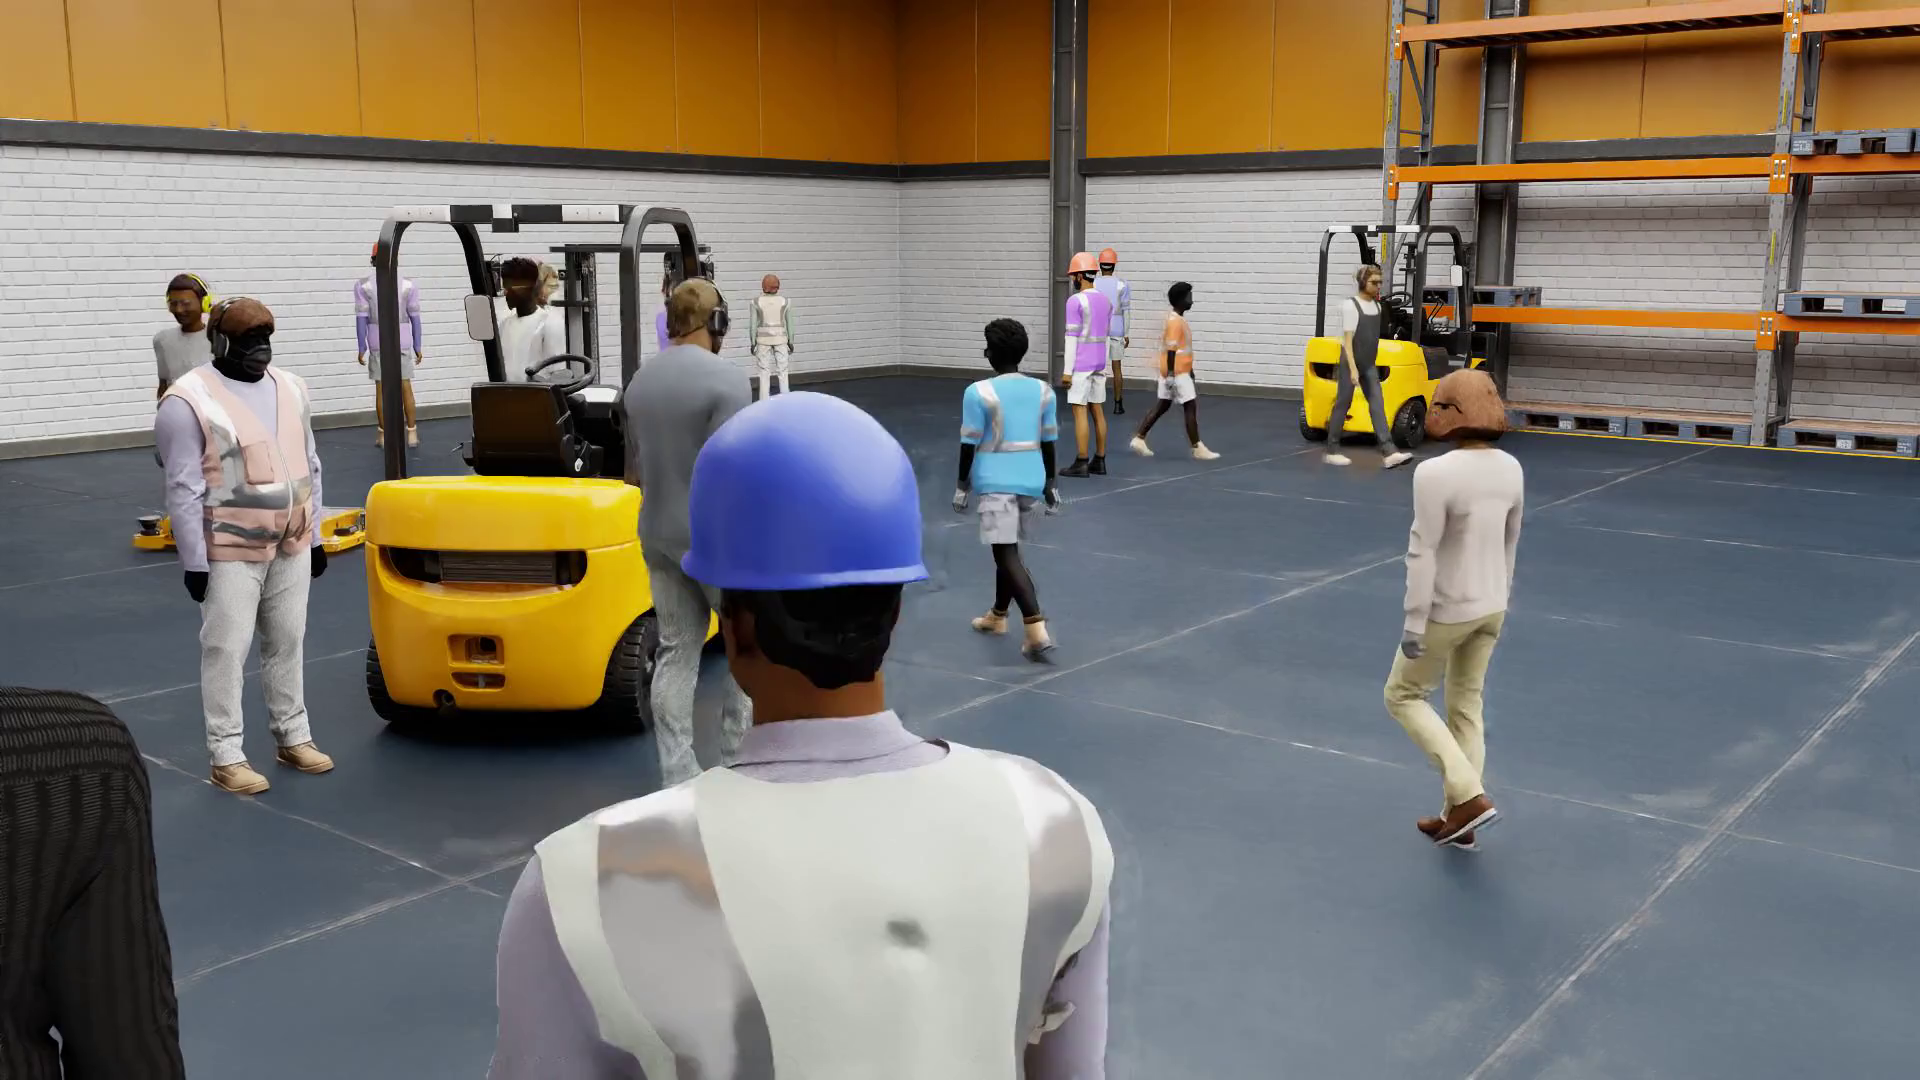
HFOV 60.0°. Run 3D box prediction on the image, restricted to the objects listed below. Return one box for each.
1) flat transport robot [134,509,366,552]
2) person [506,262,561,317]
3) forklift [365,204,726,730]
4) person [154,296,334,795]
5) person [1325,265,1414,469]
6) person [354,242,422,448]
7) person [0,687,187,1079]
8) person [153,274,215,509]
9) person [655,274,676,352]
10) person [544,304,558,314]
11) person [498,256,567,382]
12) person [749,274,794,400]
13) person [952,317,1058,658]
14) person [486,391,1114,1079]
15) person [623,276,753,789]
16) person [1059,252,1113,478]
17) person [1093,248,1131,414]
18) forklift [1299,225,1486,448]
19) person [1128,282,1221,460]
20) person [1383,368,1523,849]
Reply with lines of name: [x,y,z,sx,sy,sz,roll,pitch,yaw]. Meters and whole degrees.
flat transport robot: [-4.641,-0.082,11.060,1.431,0.197,0.652,2,10,9]
person: [-2.882,-0.884,11.009,0.898,1.907,0.629,1,10,7]
forklift: [-1.766,-0.406,7.525,1.214,2.155,2.313,1,10,7]
person: [-2.625,0.021,6.179,0.432,1.836,0.619,5,12,28]
person: [3.617,-1.523,14.786,0.542,1.796,0.939,-7,12,-34]
person: [-5.612,-1.923,16.348,0.615,2.040,0.391,-5,11,-25]
person: [-1.020,0.774,1.535,0.610,1.995,0.375,-9,14,-42]
person: [-4.325,-0.587,9.480,0.565,1.849,0.419,0,10,3]
person: [-1.906,-1.047,12.139,0.647,1.813,0.584,-9,14,-42]
person: [-3.753,-1.541,14.812,0.404,1.835,0.589,-1,10,-6]
person: [-2.666,-0.819,10.528,0.643,1.934,0.801,7,12,33]
person: [-2.197,-2.278,19.436,0.523,1.638,0.311,-2,10,-10]
person: [0.265,-0.266,8.231,0.537,1.664,0.822,-7,12,-34]
person: [-0.153,0.810,1.628,0.616,1.902,0.993,-7,12,-34]
person: [-0.906,0.021,5.982,0.671,1.901,0.625,9,13,40]
person: [1.069,-1.505,14.356,0.382,1.932,0.542,9,14,41]
person: [1.720,-2.437,19.482,0.543,1.939,0.361,1,10,5]
forklift: [4.449,-2.115,16.993,1.214,2.155,2.313,8,13,38]
person: [1.976,-1.570,15.462,0.854,1.657,0.534,1,10,8]
person: [1.640,0.244,5.514,0.518,1.617,0.366,-6,12,-32]
